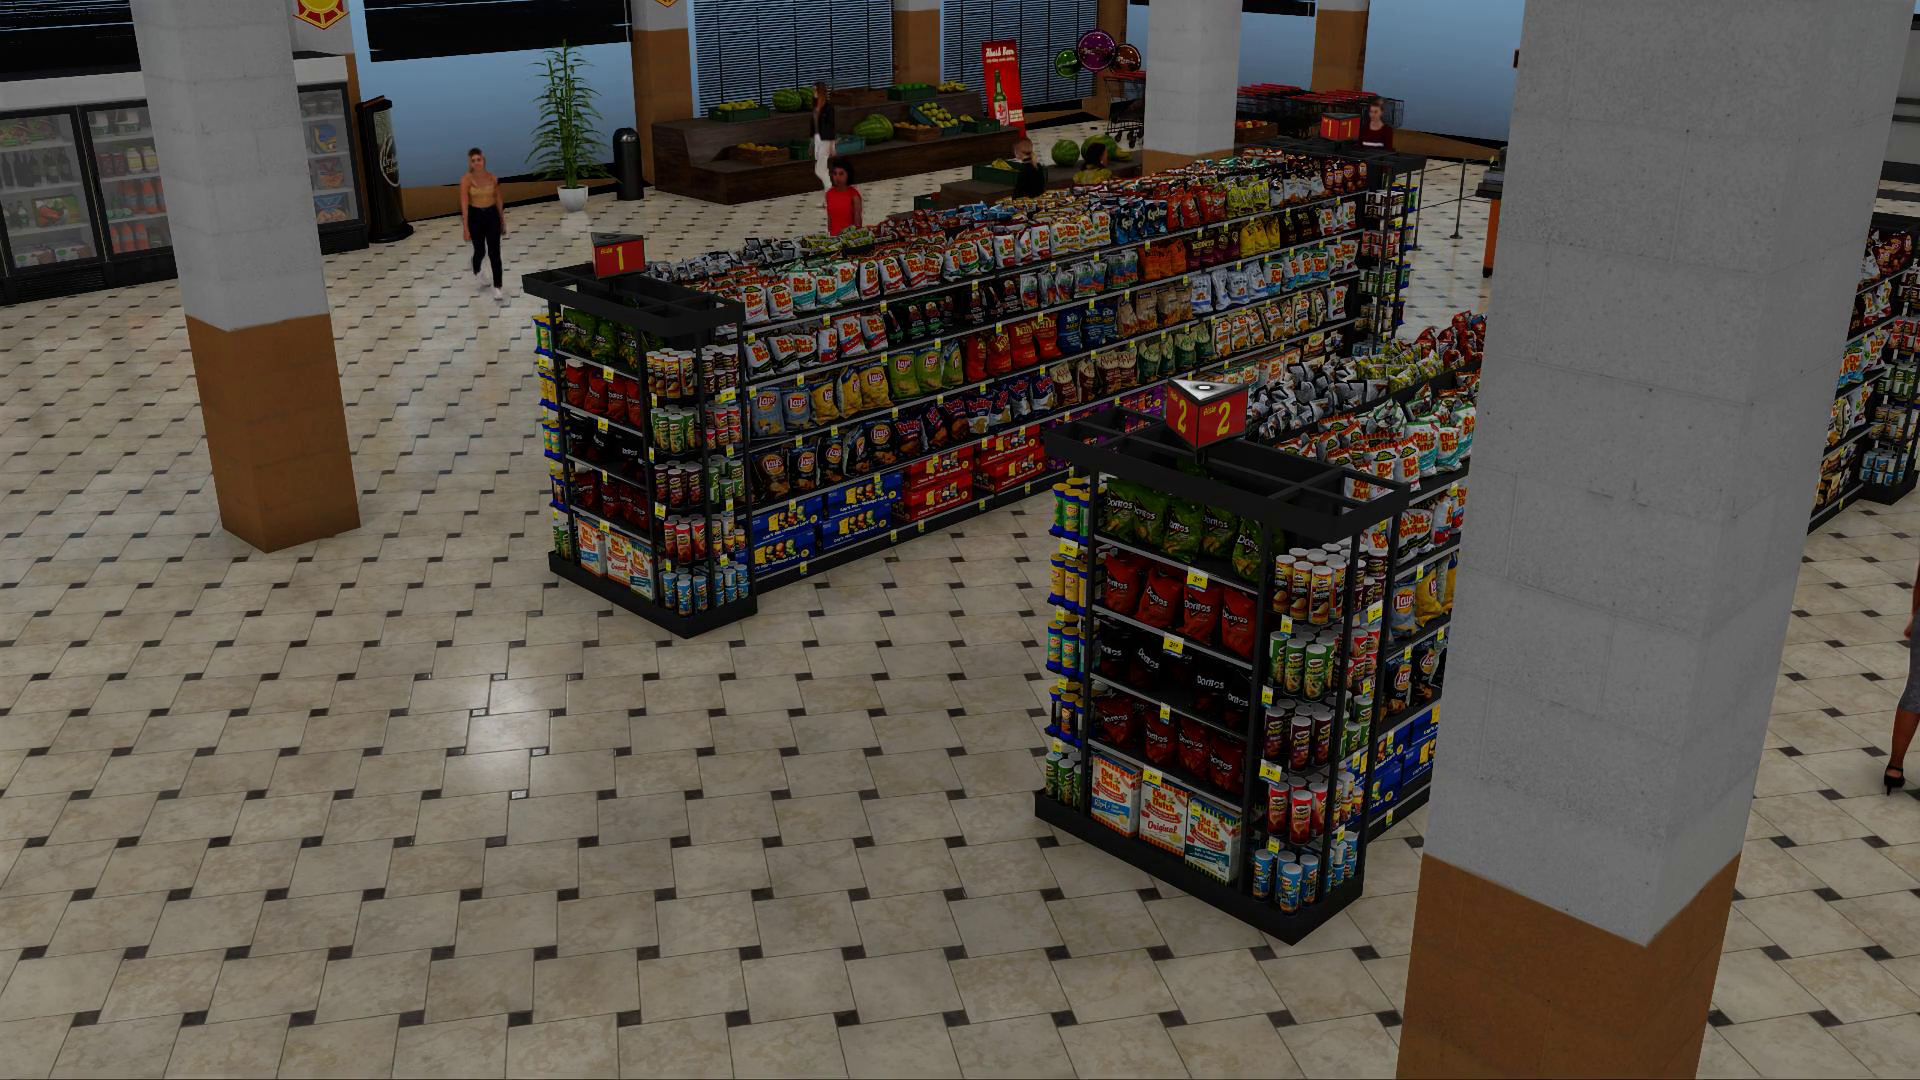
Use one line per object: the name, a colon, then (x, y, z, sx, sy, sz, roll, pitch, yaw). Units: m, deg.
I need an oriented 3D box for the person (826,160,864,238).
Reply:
person: (-1.074, -2.896, 16.517, 0.835, 1.707, 1.176, 10, 24, 23)

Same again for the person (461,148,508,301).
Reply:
person: (-5.161, -3.416, 17.974, 1.160, 1.587, 0.958, -12, 25, -28)

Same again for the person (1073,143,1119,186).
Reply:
person: (1.459, -3.453, 17.968, 0.879, 1.659, 0.808, 17, 27, 36)

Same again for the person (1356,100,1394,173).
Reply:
person: (5.178, -4.657, 20.913, 0.641, 1.698, 0.546, 16, 27, 34)

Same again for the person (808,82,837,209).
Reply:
person: (-1.805, -5.416, 22.806, 0.648, 1.695, 0.644, -13, 26, -30)

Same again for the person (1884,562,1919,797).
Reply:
person: (4.814, 0.462, 8.062, 0.529, 1.781, 0.598, -18, 28, -37)

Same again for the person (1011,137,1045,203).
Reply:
person: (0.829, -3.353, 17.640, 0.870, 1.718, 1.105, 10, 24, 23)
